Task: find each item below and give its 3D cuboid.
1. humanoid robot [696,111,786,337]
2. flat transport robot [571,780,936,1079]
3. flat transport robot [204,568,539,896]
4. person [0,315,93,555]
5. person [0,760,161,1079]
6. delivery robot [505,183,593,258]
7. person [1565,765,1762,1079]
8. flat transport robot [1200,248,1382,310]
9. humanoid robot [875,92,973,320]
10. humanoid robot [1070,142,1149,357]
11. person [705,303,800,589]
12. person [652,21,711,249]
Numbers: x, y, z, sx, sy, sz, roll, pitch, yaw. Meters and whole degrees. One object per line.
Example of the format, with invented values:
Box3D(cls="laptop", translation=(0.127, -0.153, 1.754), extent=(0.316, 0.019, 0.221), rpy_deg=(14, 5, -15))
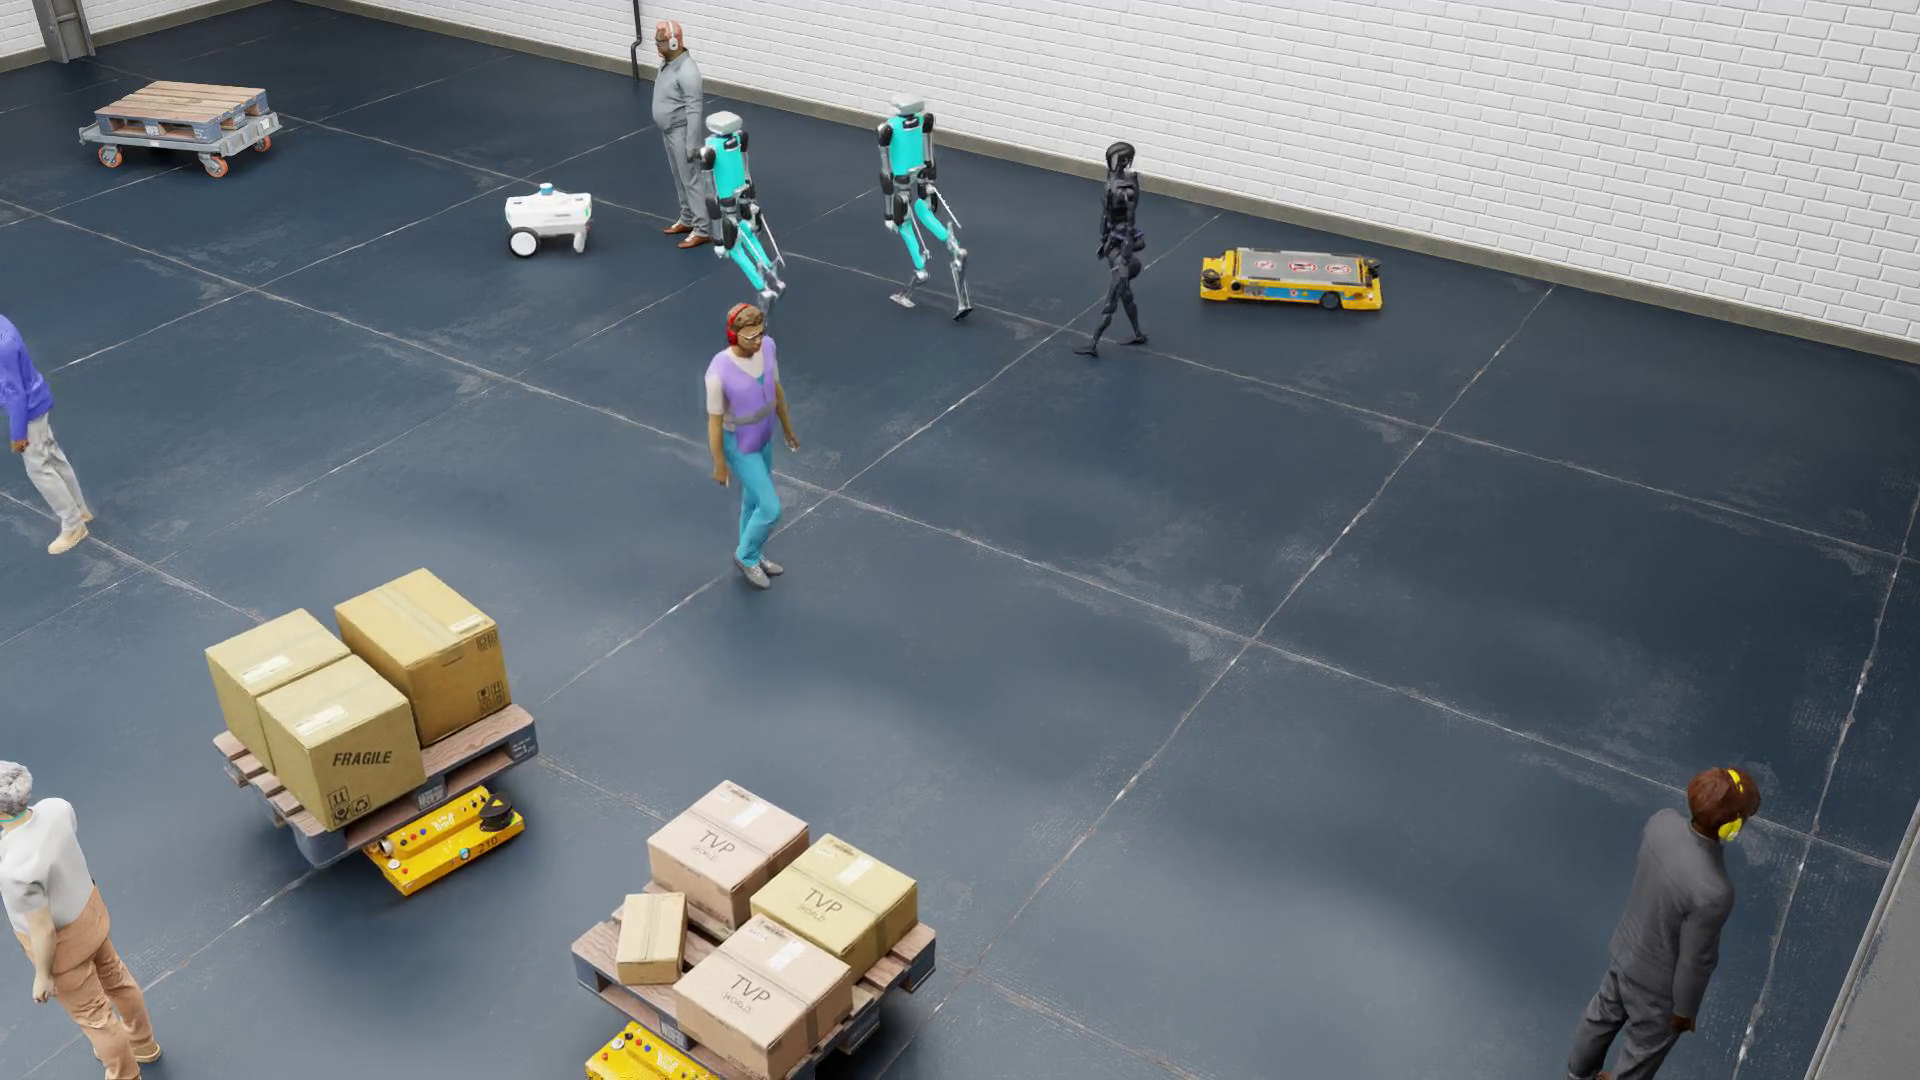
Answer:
Box3D(cls="humanoid robot", translation=(-1.515, -2.283, 12.485), extent=(0.771, 1.801, 0.530), rpy_deg=(16, 36, 23))
Box3D(cls="flat transport robot", translation=(-0.870, 1.962, 7.203), extent=(0.659, 0.231, 1.431), rpy_deg=(22, 39, 30))
Box3D(cls="flat transport robot", translation=(-2.873, 1.213, 8.369), extent=(1.431, 0.231, 0.659), rpy_deg=(28, 42, 36))
Box3D(cls="person", translation=(-5.688, -0.809, 10.081), extent=(0.399, 1.835, 0.676), rpy_deg=(-17, 37, -25))
Box3D(cls="person", translation=(-3.500, 1.540, 6.491), extent=(0.320, 1.748, 0.483), rpy_deg=(-3, 33, -5))
Box3D(cls="delivery robot", translation=(-3.538, -2.767, 14.284), extent=(0.752, 0.580, 0.506), rpy_deg=(-5, 33, -8))
Box3D(cls="person", translation=(2.640, 1.601, 6.293), extent=(0.354, 1.867, 0.489), rpy_deg=(-4, 33, -7))
Box3D(cls="flat transport robot", translation=(2.701, -2.133, 13.575), extent=(1.431, 0.231, 0.659), rpy_deg=(5, 33, 8))
Box3D(cls="humanoid robot", translation=(-0.193, -2.491, 12.795), extent=(0.530, 1.772, 0.980), rpy_deg=(-26, 41, -35))
Box3D(cls="humanoid robot", translation=(1.128, -2.156, 12.323), extent=(0.699, 1.632, 0.589), rpy_deg=(-9, 34, -14))
Box3D(cls="person", translation=(-1.201, -0.547, 9.666), extent=(0.474, 1.824, 0.580), rpy_deg=(12, 35, 19))
Box3D(cls="person", translation=(-2.381, -3.430, 14.080), extent=(0.411, 1.906, 0.654), rpy_deg=(-15, 36, -22))
